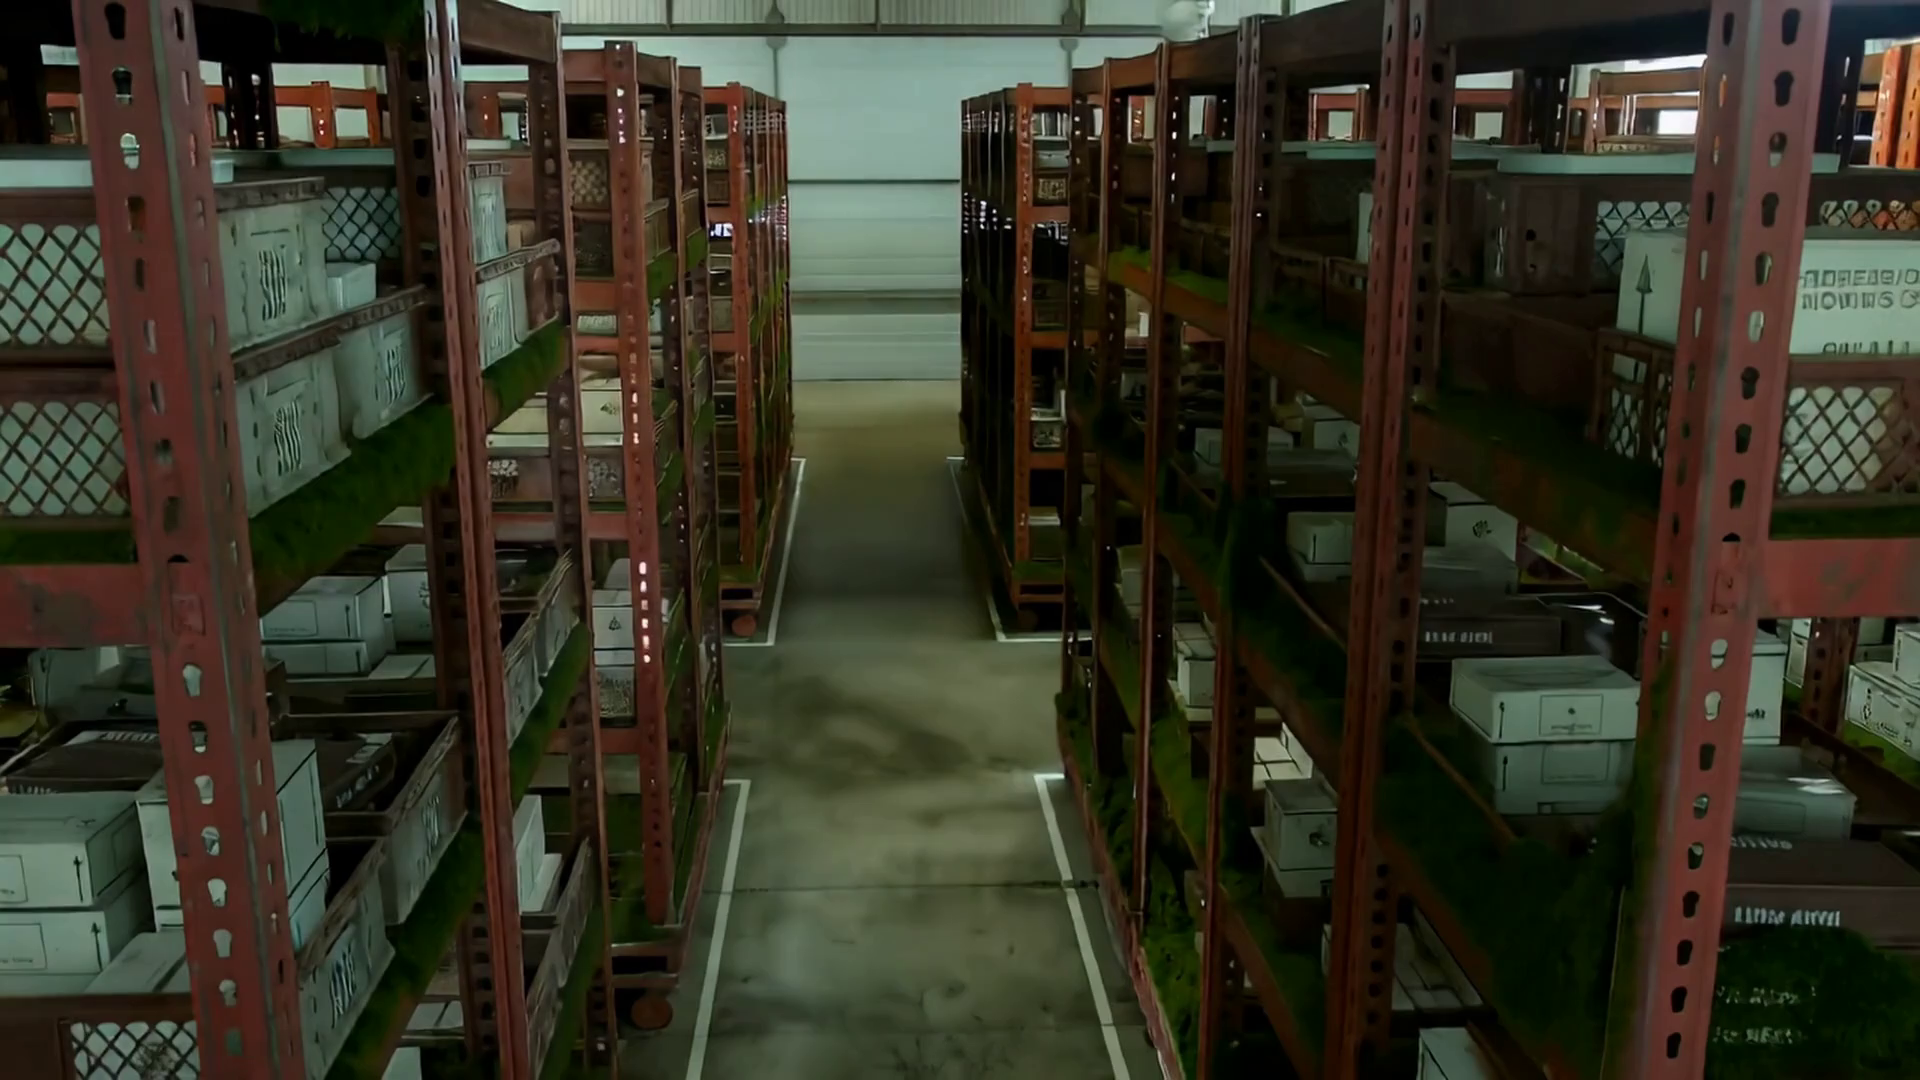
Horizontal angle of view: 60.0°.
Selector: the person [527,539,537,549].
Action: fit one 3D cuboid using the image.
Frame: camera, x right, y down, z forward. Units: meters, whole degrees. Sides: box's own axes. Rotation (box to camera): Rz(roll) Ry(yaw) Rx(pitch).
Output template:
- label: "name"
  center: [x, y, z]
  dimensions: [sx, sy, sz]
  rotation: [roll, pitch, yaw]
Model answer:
- label: "person"
  center: [-2.613, -0.200, 10.481]
  dimensions: [0.413, 1.987, 0.607]
  rotation: [-1, 14, -2]
